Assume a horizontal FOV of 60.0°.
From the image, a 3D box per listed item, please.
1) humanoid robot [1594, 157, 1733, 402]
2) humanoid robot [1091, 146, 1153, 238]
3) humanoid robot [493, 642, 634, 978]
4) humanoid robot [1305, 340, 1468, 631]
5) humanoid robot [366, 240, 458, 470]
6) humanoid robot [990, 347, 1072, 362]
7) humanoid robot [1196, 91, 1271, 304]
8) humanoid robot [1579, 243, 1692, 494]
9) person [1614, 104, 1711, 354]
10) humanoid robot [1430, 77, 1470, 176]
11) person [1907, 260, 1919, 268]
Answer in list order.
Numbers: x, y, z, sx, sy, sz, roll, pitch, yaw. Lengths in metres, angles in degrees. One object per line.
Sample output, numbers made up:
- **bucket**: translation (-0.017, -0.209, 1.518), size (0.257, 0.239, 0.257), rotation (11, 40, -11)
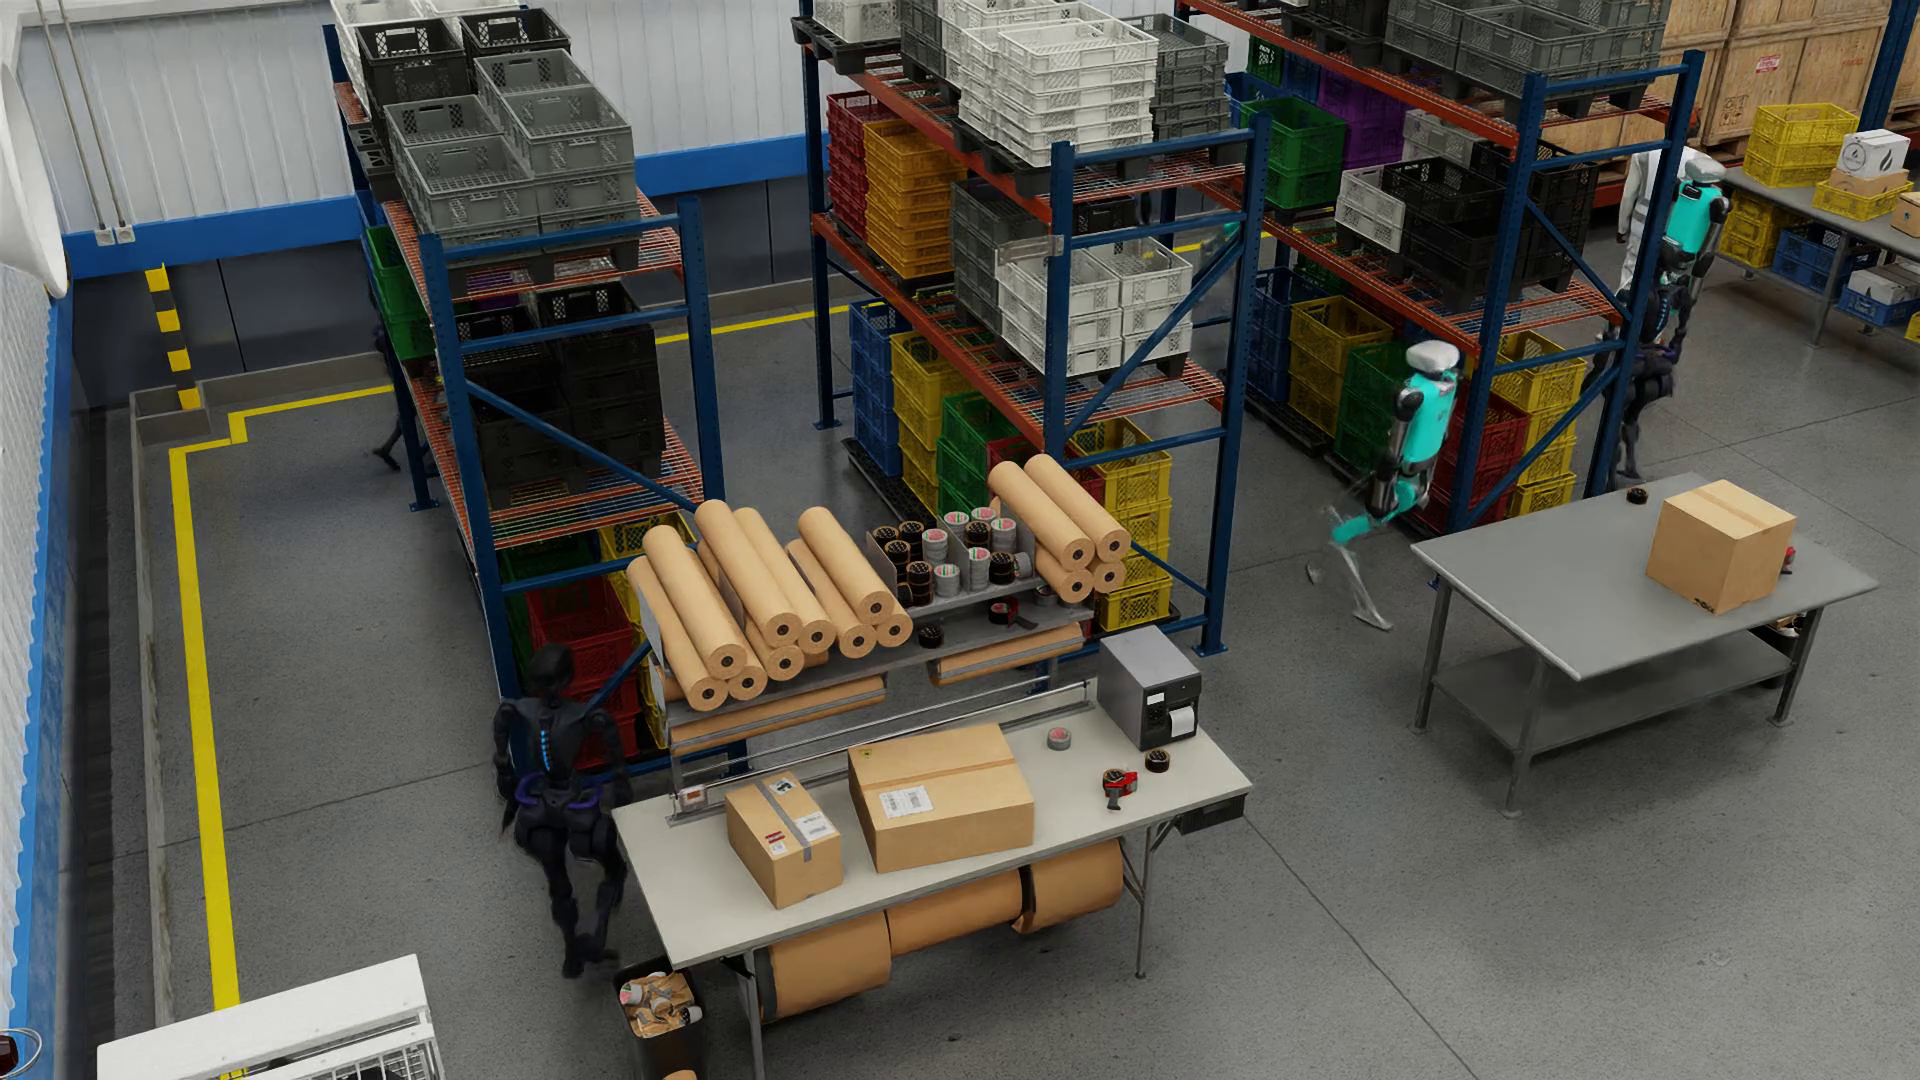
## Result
- **humanoid robot**: translation (4.674, -1.727, 11.282), size (0.745, 1.689, 0.531), rotation (-10, 33, -16)
- **humanoid robot**: translation (1.171, -2.384, 12.497), size (0.583, 1.641, 0.394), rotation (-19, 36, -28)
- **humanoid robot**: translation (-1.627, 1.129, 6.793), size (0.599, 1.652, 0.377), rotation (3, 32, 5)
- **humanoid robot**: translation (2.218, -0.324, 9.161), size (0.550, 1.840, 0.870), rotation (-26, 40, -35)
- **humanoid robot**: translation (-3.532, -1.169, 10.531), size (0.567, 1.645, 0.608), rotation (-22, 38, -32)
- **humanoid robot**: translation (0.631, -1.808, 11.499), size (0.988, 1.731, 0.546), rotation (24, 39, 33)
- **humanoid robot**: translation (2.052, -2.569, 12.807), size (0.813, 1.827, 0.566), rotation (-1, 32, -2)
- **humanoid robot**: translation (4.180, -1.035, 10.307), size (0.601, 1.651, 0.371), rotation (-5, 32, -8)
- **person**: translation (5.062, -2.232, 12.055), size (0.582, 1.882, 0.347), rotation (19, 37, 28)
- **humanoid robot**: translation (3.937, -3.071, 13.663), size (0.611, 1.619, 0.797), rotation (-18, 36, -27)
- **person**: translation (8.118, -3.100, 13.408), size (0.399, 1.943, 0.604), rotation (25, 40, 35)
